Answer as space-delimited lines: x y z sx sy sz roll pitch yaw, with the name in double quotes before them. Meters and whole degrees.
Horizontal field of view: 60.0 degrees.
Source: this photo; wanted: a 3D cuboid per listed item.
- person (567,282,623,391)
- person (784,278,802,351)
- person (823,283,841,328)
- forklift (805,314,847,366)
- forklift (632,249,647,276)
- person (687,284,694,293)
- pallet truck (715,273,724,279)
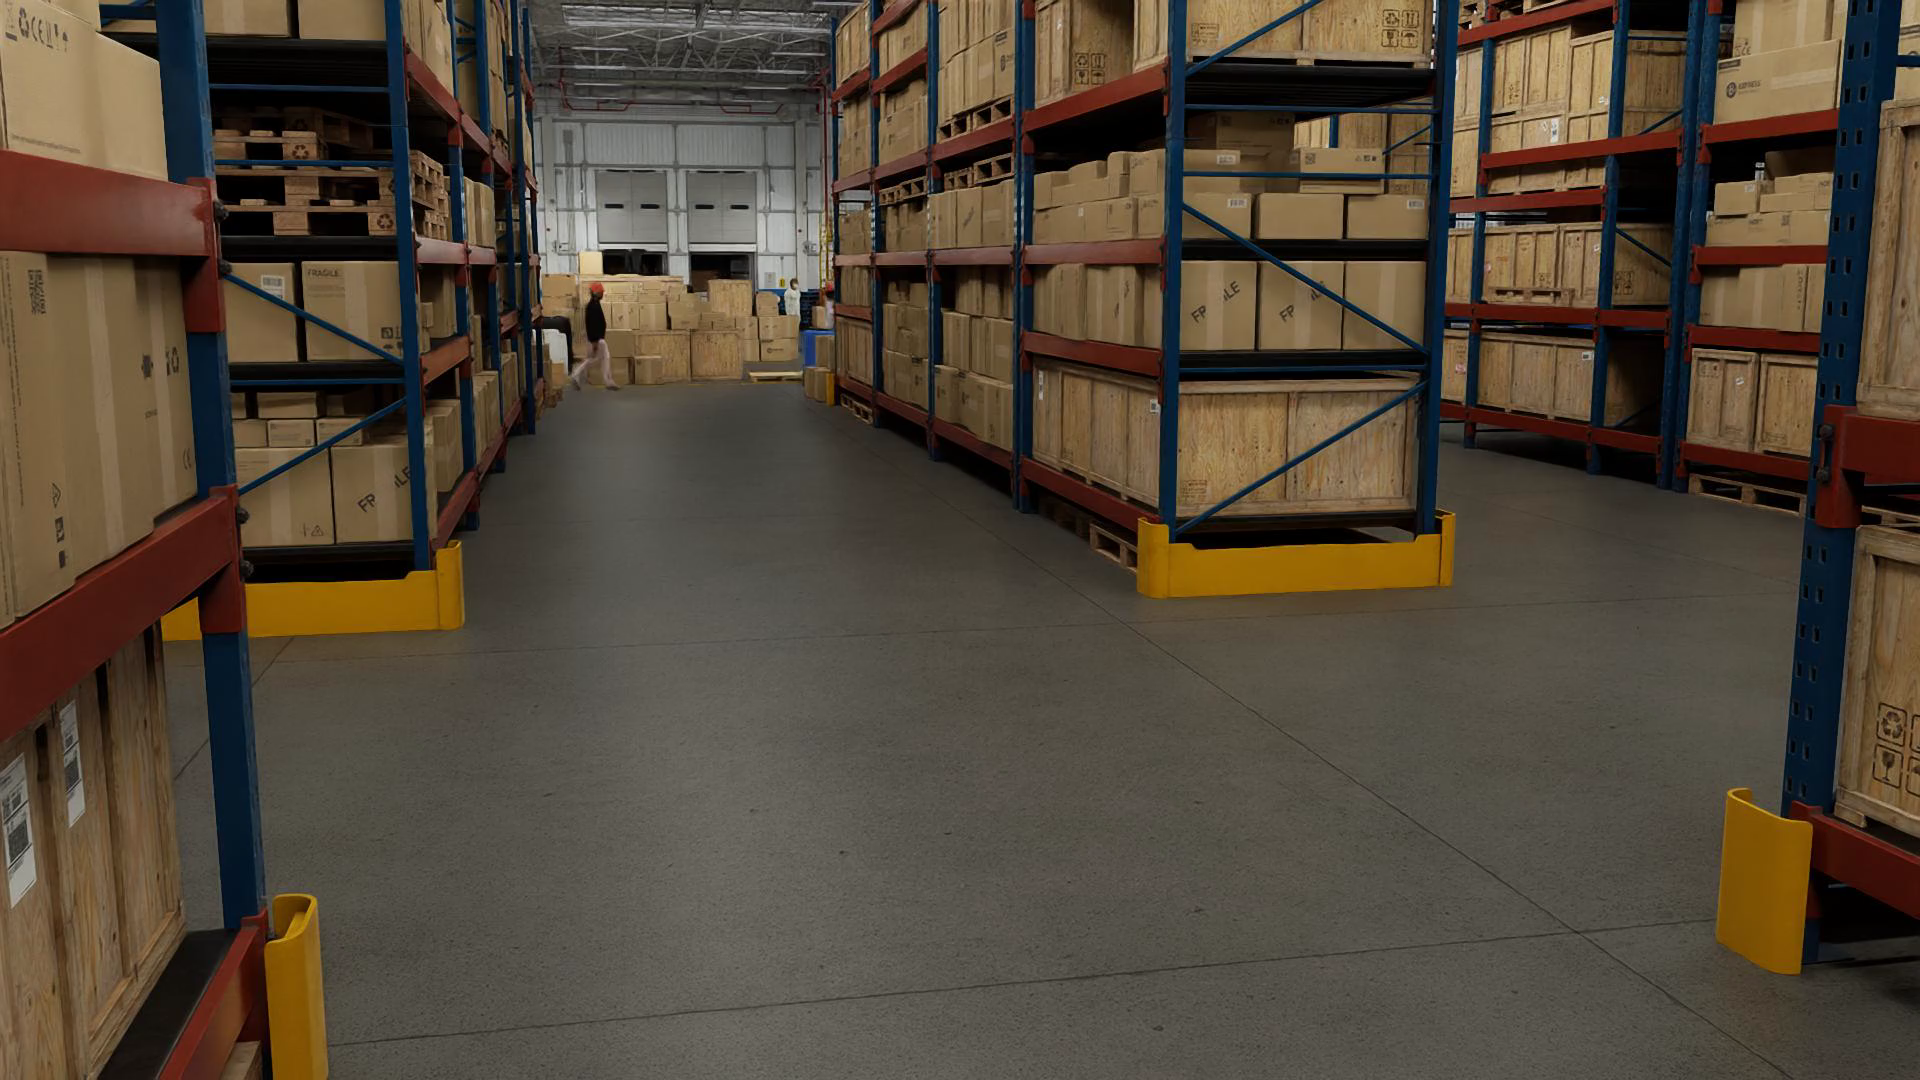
"person" -6.548 -3.625 29.691 0.899 1.970 0.608 -4 10 -24
"person" -4.383 -5.916 43.759 0.371 1.936 0.629 5 11 28
"person" -2.529 -4.311 34.068 0.827 1.914 0.553 3 10 20
"forklift" -1.809 -4.163 30.199 1.873 2.768 1.129 -7 12 -36
"forklift" -10.652 -8.274 55.253 1.873 2.768 1.129 -1 9 -5
"person" -6.106 -4.809 37.326 0.429 1.837 0.629 -7 11 -35
"pallet truck" -8.580 -8.986 62.280 1.885 1.965 0.823 1 9 5
